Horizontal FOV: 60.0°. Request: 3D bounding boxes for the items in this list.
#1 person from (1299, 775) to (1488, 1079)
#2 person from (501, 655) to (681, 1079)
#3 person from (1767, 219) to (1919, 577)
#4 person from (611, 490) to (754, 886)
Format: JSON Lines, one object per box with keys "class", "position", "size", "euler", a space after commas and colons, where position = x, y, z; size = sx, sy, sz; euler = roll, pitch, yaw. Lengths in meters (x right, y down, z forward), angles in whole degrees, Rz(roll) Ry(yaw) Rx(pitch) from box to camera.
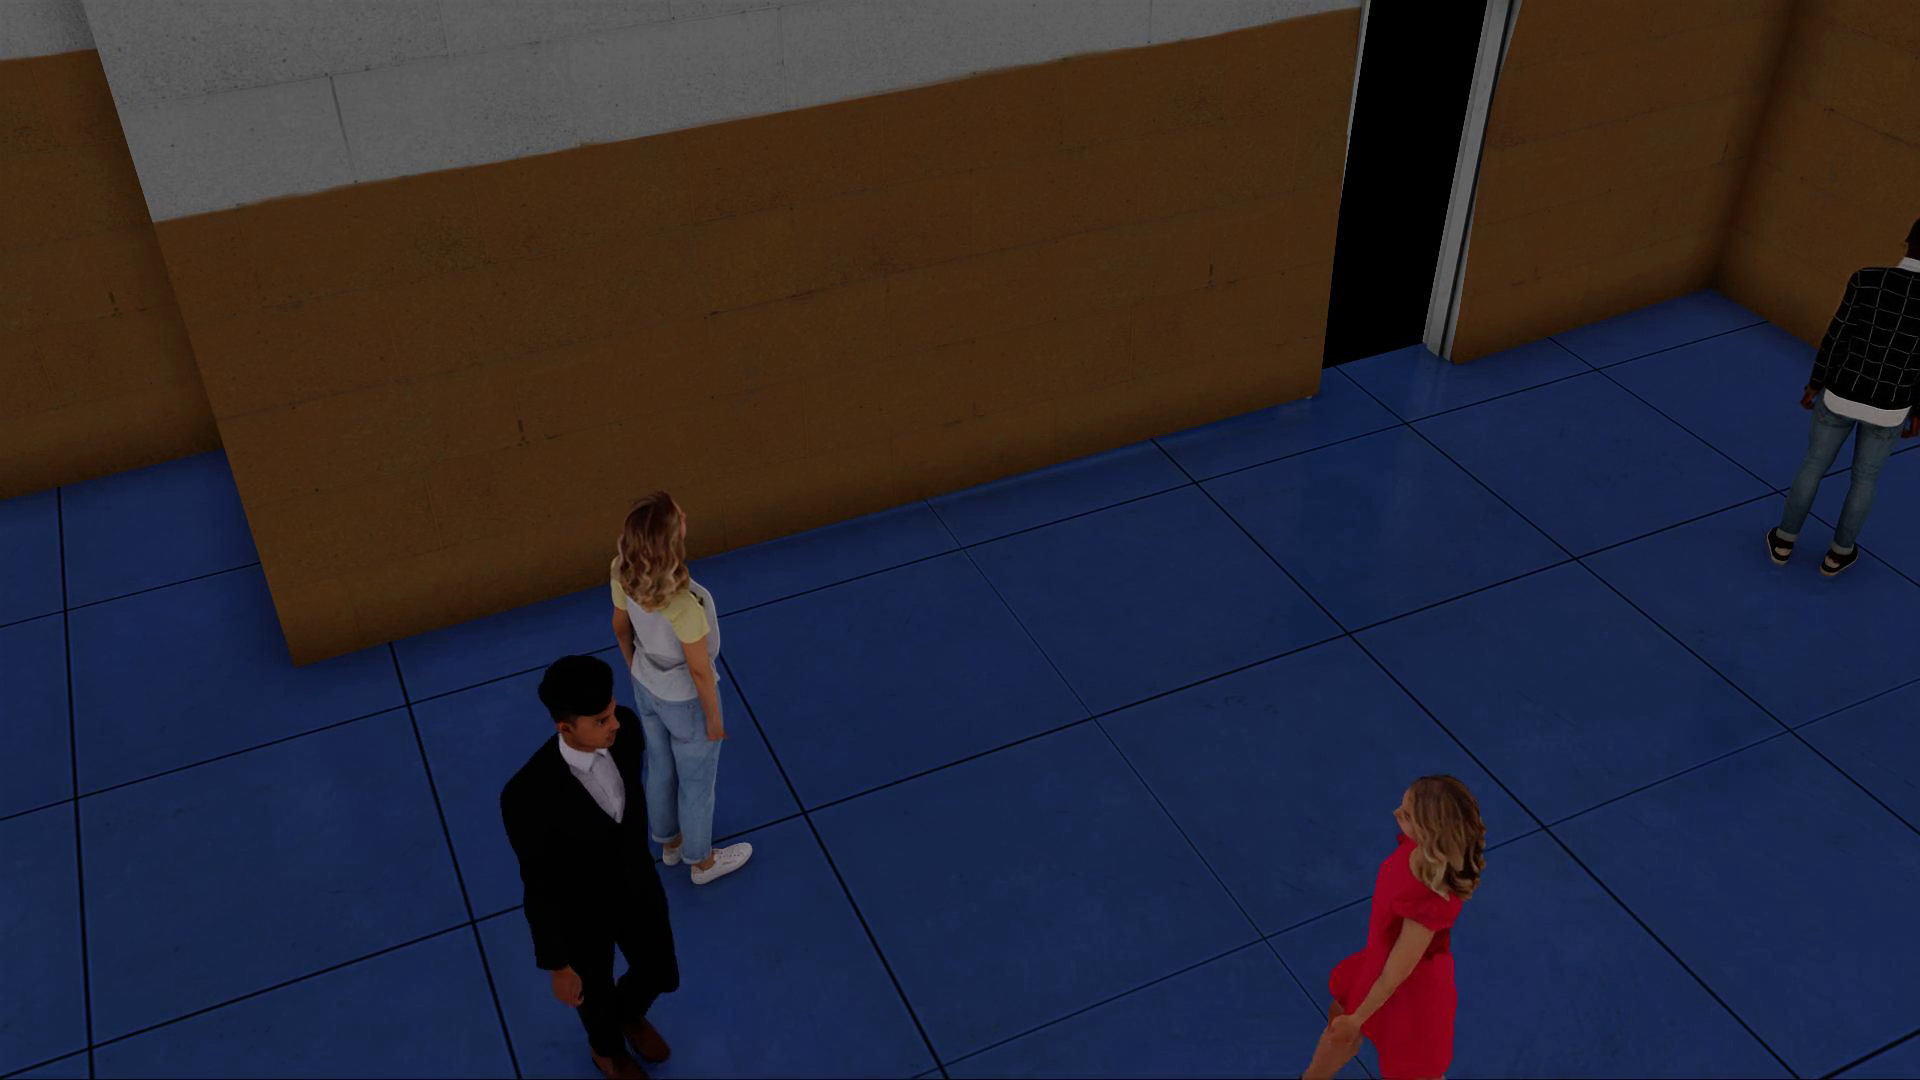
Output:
{"class": "person", "position": [1.432, 1.360, 4.965], "size": [0.891, 1.706, 0.866], "euler": [7, 37, 9]}
{"class": "person", "position": [-1.205, 1.055, 5.241], "size": [0.798, 1.862, 0.827], "euler": [28, 45, 32]}
{"class": "person", "position": [4.110, -0.645, 7.541], "size": [0.705, 1.821, 0.811], "euler": [19, 41, 23]}
{"class": "person", "position": [-1.034, 0.555, 6.012], "size": [0.622, 1.722, 0.763], "euler": [27, 45, 31]}
